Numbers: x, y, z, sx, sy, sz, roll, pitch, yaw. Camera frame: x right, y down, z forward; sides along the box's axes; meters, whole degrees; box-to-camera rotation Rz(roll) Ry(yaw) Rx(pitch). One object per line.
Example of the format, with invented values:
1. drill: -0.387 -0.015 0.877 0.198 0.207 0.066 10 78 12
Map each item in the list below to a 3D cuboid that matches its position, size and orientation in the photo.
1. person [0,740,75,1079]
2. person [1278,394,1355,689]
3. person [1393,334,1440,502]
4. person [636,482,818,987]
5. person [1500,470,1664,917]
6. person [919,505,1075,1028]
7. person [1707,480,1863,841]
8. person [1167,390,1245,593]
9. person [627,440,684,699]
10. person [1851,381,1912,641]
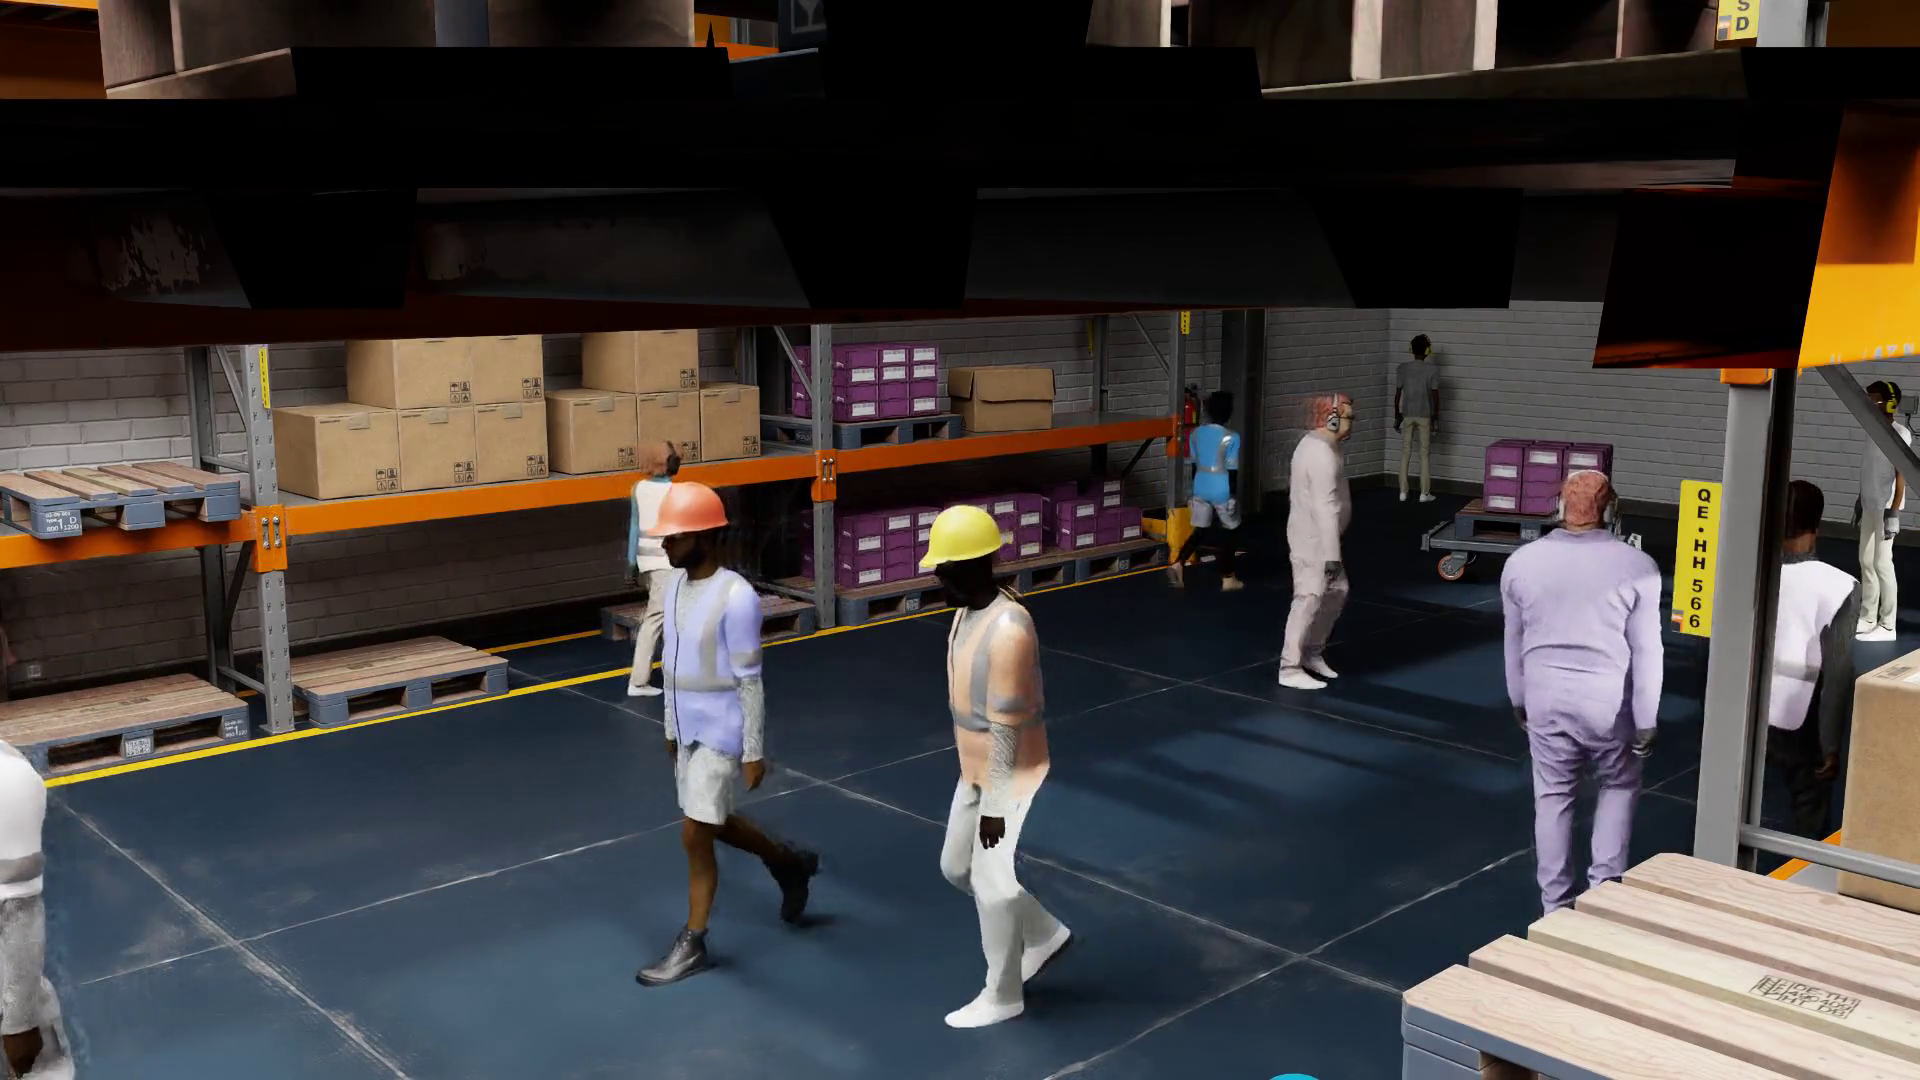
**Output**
1. person: -2.499 1.085 4.233 0.556 1.895 0.972 4 10 21
2. person: 2.283 0.018 10.507 0.574 1.879 0.672 1 10 5
3. person: 5.102 -1.358 18.587 0.514 1.872 0.332 6 11 31
4. person: -0.895 0.706 6.410 0.811 1.913 0.551 -8 13 -41
5. person: 2.512 0.658 6.739 0.660 1.880 0.499 7 12 36
6. person: 0.125 0.808 5.851 0.539 1.895 0.591 -3 10 -16
7. person: 3.277 0.691 6.622 0.997 1.855 0.604 -8 12 -39
8. person: 2.016 -0.378 13.421 0.739 1.669 0.534 -8 13 -40
9. person: -1.796 0.168 10.446 0.545 1.587 0.860 9 13 41
10. person: 6.562 -0.208 11.897 0.316 1.861 0.514 0 10 1
